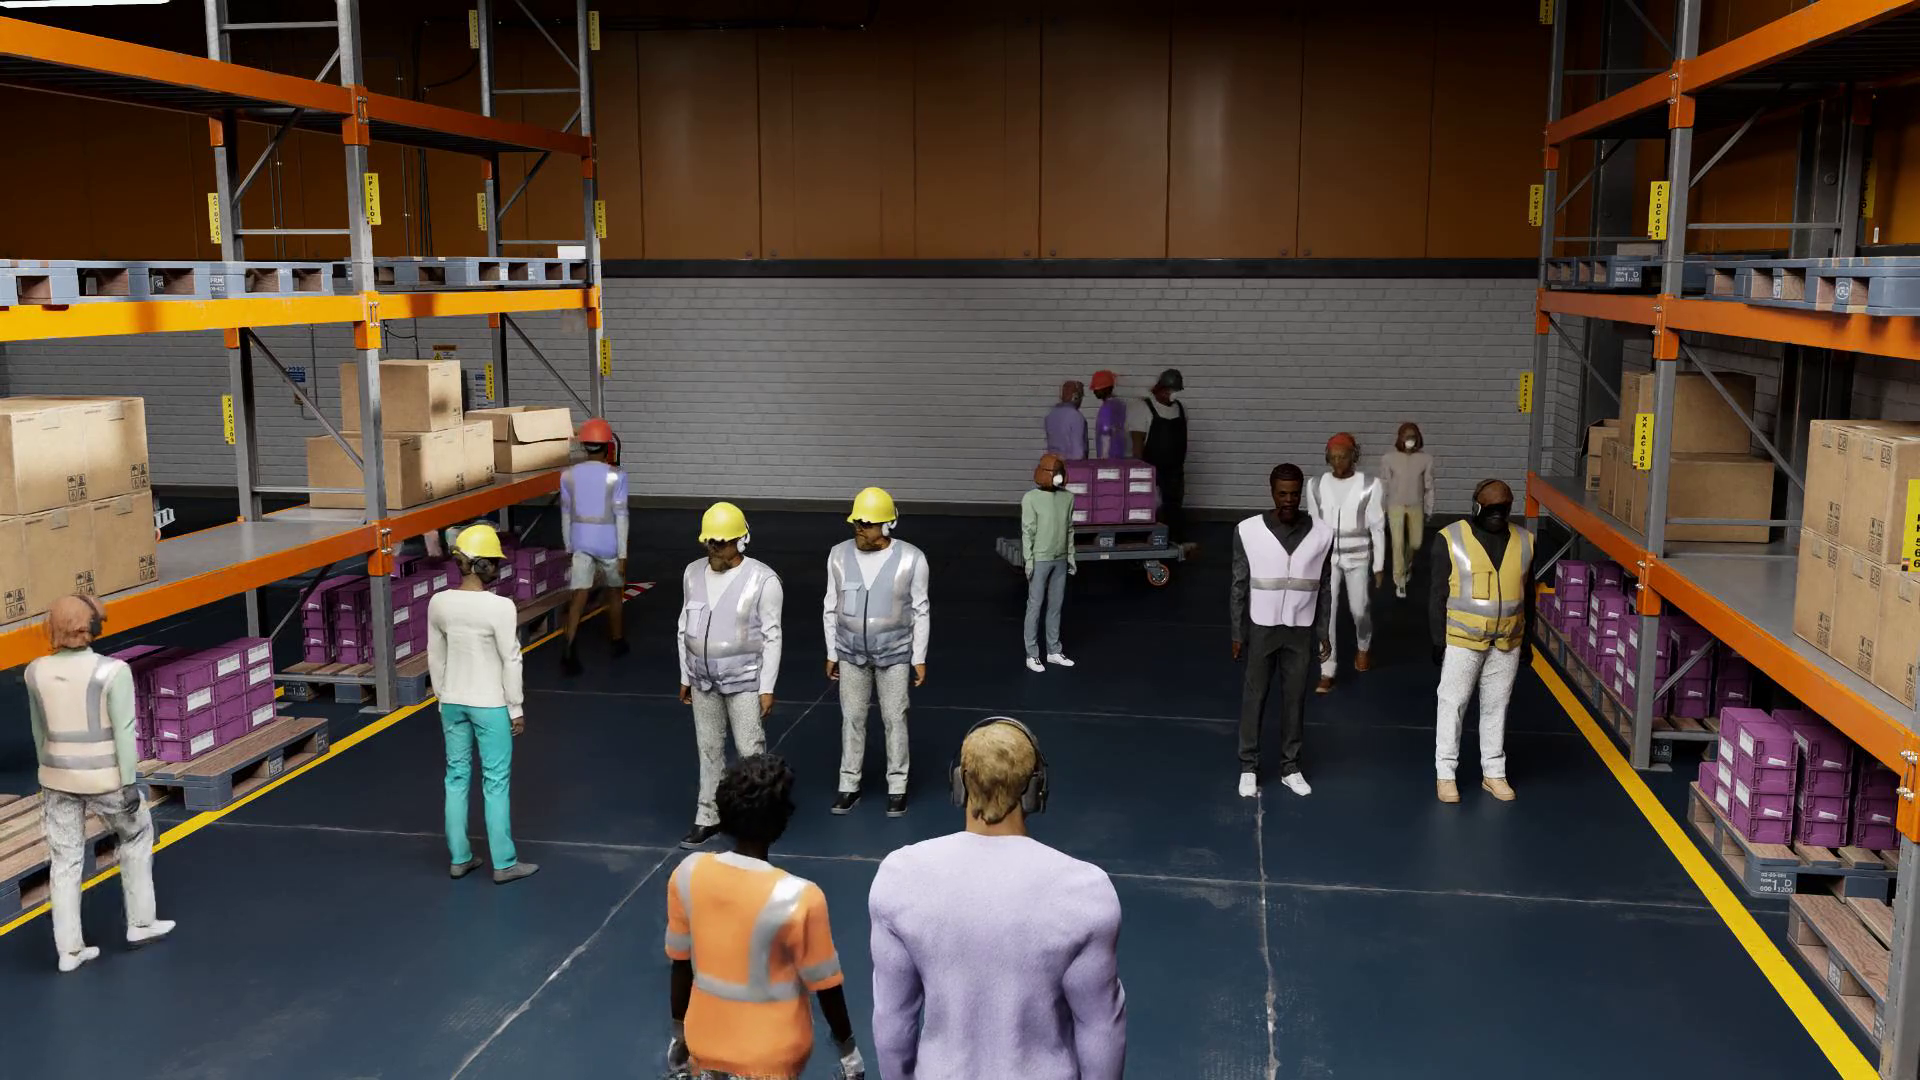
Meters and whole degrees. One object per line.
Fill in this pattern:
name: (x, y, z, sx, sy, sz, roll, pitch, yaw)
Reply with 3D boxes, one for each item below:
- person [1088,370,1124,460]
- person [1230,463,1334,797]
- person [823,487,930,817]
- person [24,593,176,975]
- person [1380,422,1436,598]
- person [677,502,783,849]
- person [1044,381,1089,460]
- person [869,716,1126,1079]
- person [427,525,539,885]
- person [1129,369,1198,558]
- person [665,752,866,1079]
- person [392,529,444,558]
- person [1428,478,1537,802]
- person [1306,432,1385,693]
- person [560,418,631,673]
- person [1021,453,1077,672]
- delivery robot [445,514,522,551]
person: (1.738, -0.938, 18.473, 0.638, 1.904, 0.547, 3, 10, 18)
person: (1.829, 0.507, 9.495, 0.591, 1.918, 0.383, -1, 9, -4)
person: (-0.465, 0.614, 9.119, 0.591, 1.828, 0.404, 2, 9, 12)
person: (-3.741, 1.027, 7.227, 0.531, 1.612, 0.660, 1, 9, 8)
person: (4.136, -0.302, 15.440, 0.504, 1.613, 0.646, 1, 9, 5)
person: (-1.201, 0.707, 8.544, 0.587, 1.828, 0.404, 4, 10, 22)
person: (1.160, -0.706, 17.167, 0.647, 1.887, 0.700, -6, 11, -32)
person: (0.095, 1.380, 4.059, 0.627, 1.937, 0.372, 3, 10, 16)
person: (-2.352, 0.804, 8.156, 0.526, 1.761, 0.337, 4, 10, 22)
person: (2.119, -0.830, 17.367, 0.705, 2.000, 1.060, -3, 10, -19)
person: (-0.518, 1.407, 4.732, 0.552, 1.652, 0.852, 7, 12, 37)
person: (-5.169, -0.516, 15.715, 0.618, 1.951, 0.884, -7, 12, -39)
person: (2.954, 0.565, 9.391, 0.624, 1.840, 0.429, -1, 9, -6)
person: (2.795, 0.130, 12.023, 0.593, 1.859, 0.851, 4, 10, 26)
person: (-2.759, 0.035, 12.499, 0.552, 1.901, 0.975, 1, 9, 8)
person: (0.671, 0.162, 12.495, 0.500, 1.636, 0.286, -7, 12, -38)
delivery robot: (-4.772, -0.021, 16.659, 0.707, 0.478, 0.477, 0, 9, -3)
